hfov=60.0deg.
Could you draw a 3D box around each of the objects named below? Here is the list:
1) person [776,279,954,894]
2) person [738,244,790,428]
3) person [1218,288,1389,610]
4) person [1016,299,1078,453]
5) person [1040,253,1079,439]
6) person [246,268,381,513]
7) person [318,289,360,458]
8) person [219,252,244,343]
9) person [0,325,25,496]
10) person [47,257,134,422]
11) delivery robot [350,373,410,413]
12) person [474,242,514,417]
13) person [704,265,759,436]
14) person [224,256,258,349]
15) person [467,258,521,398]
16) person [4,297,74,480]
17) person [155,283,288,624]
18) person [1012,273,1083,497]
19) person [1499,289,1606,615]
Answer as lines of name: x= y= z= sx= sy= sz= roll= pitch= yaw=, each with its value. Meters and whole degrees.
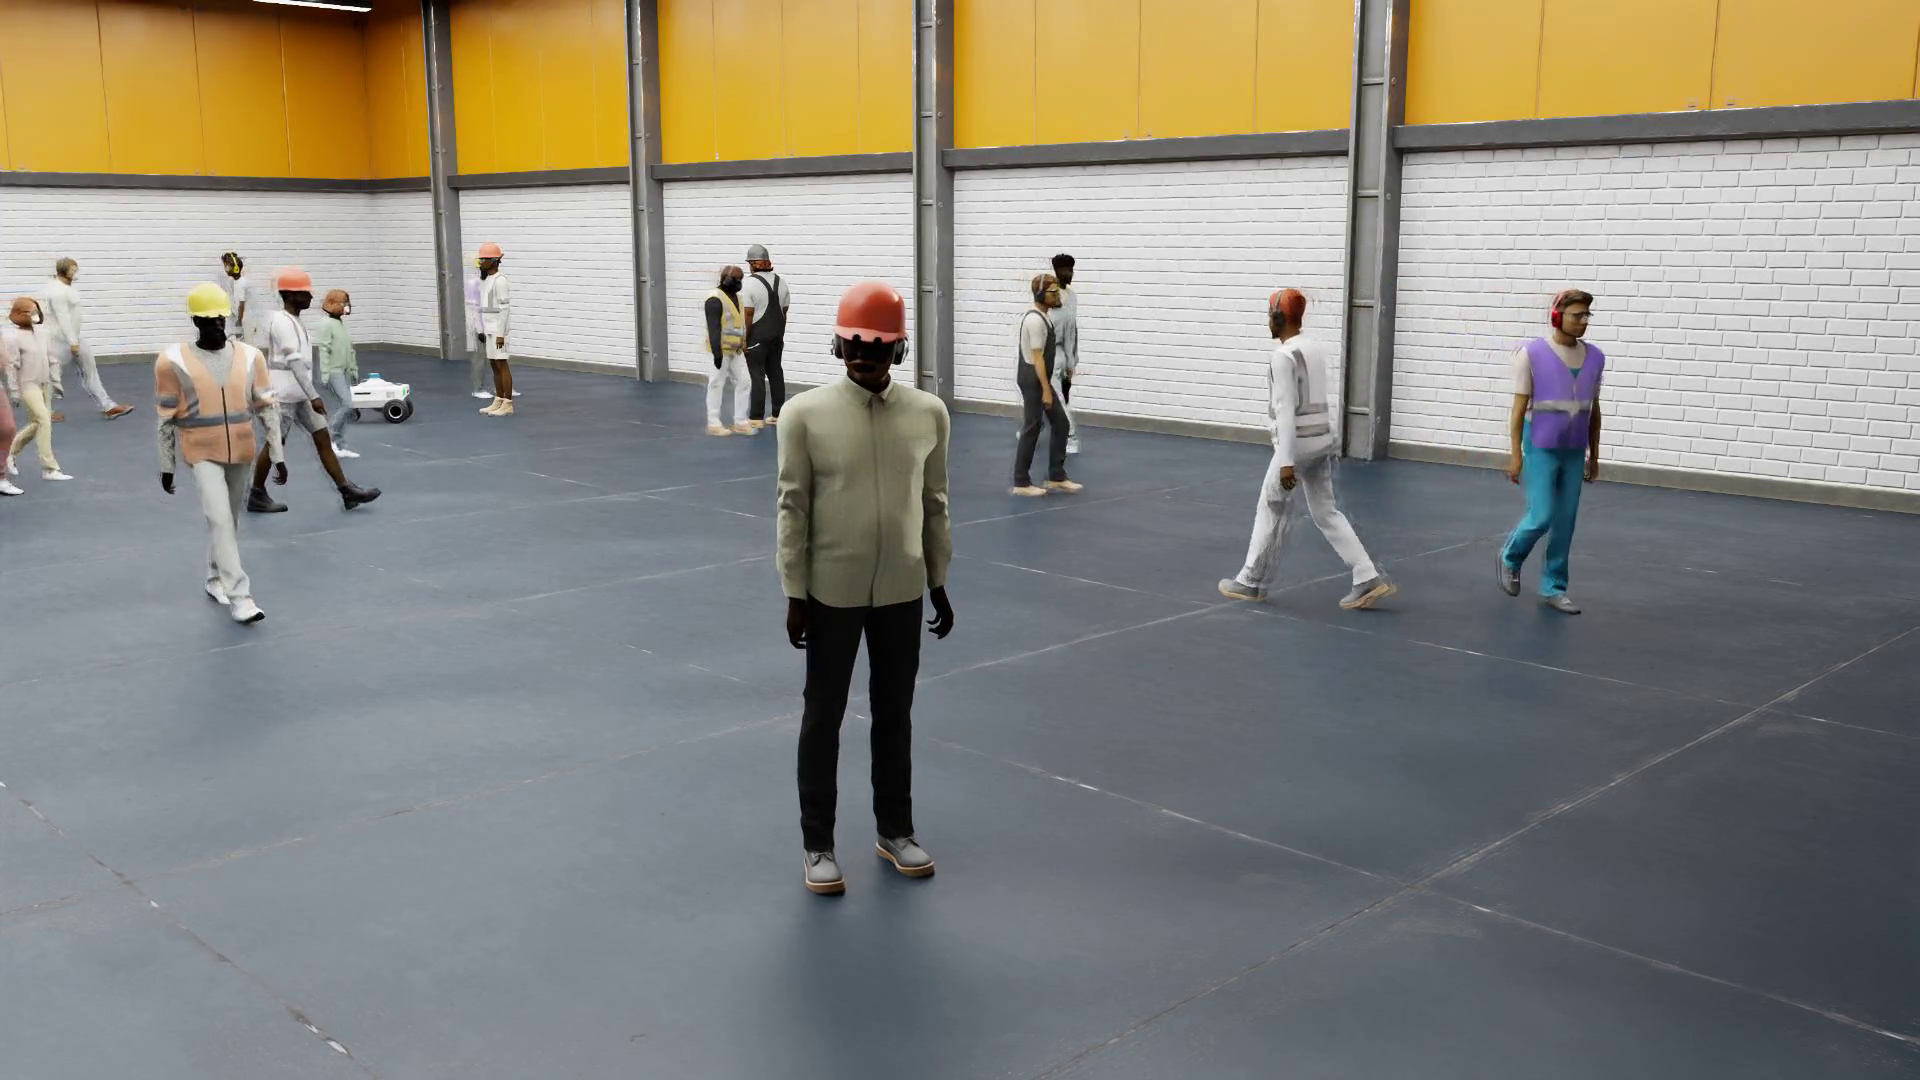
person: x=-0.298 y=0.152 z=5.452 sx=0.613 sy=1.991 sz=0.392 roll=-5 pitch=11 yaw=-24
person: x=-2.246 y=-2.272 z=18.535 sx=0.535 sy=2.000 sz=0.687 roll=8 pitch=13 yaw=39
person: x=1.991 y=-0.511 z=9.515 sx=0.983 sy=1.841 sz=0.629 roll=8 pitch=13 yaw=36
person: x=0.869 y=-1.722 z=16.503 sx=0.492 sy=1.682 sz=0.941 roll=-10 pitch=14 yaw=-44
person: x=1.001 y=-2.020 z=17.396 sx=0.498 sy=1.952 sz=0.641 roll=9 pitch=14 yaw=40
person: x=-5.065 y=-1.138 z=12.787 sx=1.012 sy=1.881 sz=0.545 roll=-1 pitch=10 yaw=-4
person: x=-5.898 y=-1.576 z=15.864 sx=0.348 sy=1.617 sz=0.529 roll=1 pitch=10 yaw=5
person: x=-12.361 y=-3.940 z=28.177 sx=0.516 sy=1.845 sz=0.602 roll=8 pitch=13 yaw=39
person: x=-7.877 y=-1.223 z=13.305 sx=0.526 sy=1.861 sz=0.681 roll=-1 pitch=10 yaw=-5
person: x=-10.135 y=-2.283 z=19.026 sx=1.038 sy=1.881 sz=0.655 roll=-2 pitch=11 yaw=-10
delivery robot: x=-6.678 y=-1.664 z=19.015 sx=0.707 sy=0.478 sz=0.477 roll=-2 pitch=11 yaw=-11
person: x=-5.503 y=-2.475 z=19.636 sx=0.378 sy=2.044 sz=0.607 roll=-7 pitch=12 yaw=-32
person: x=-2.416 y=-1.988 z=17.607 sx=0.689 sy=1.806 sz=0.669 roll=4 pitch=11 yaw=20
person: x=-9.953 y=-2.978 z=22.949 sx=0.708 sy=1.836 sz=0.553 roll=-5 pitch=12 yaw=-26
person: x=-6.081 y=-2.779 z=21.690 sx=0.780 sy=1.894 sz=0.606 roll=4 pitch=11 yaw=23
person: x=-8.146 y=-1.323 z=14.542 sx=0.698 sy=1.608 sz=0.504 roll=1 pitch=10 yaw=4
person: x=-4.134 y=-0.495 z=9.319 sx=0.604 sy=1.869 sz=1.033 roll=-10 pitch=14 yaw=-44
person: x=0.748 y=-1.240 z=13.504 sx=0.711 sy=1.819 sz=0.535 roll=2 pitch=11 yaw=11
person: x=3.360 y=-0.504 z=9.449 sx=0.592 sy=1.833 sz=0.472 roll=-3 pitch=11 yaw=-18
